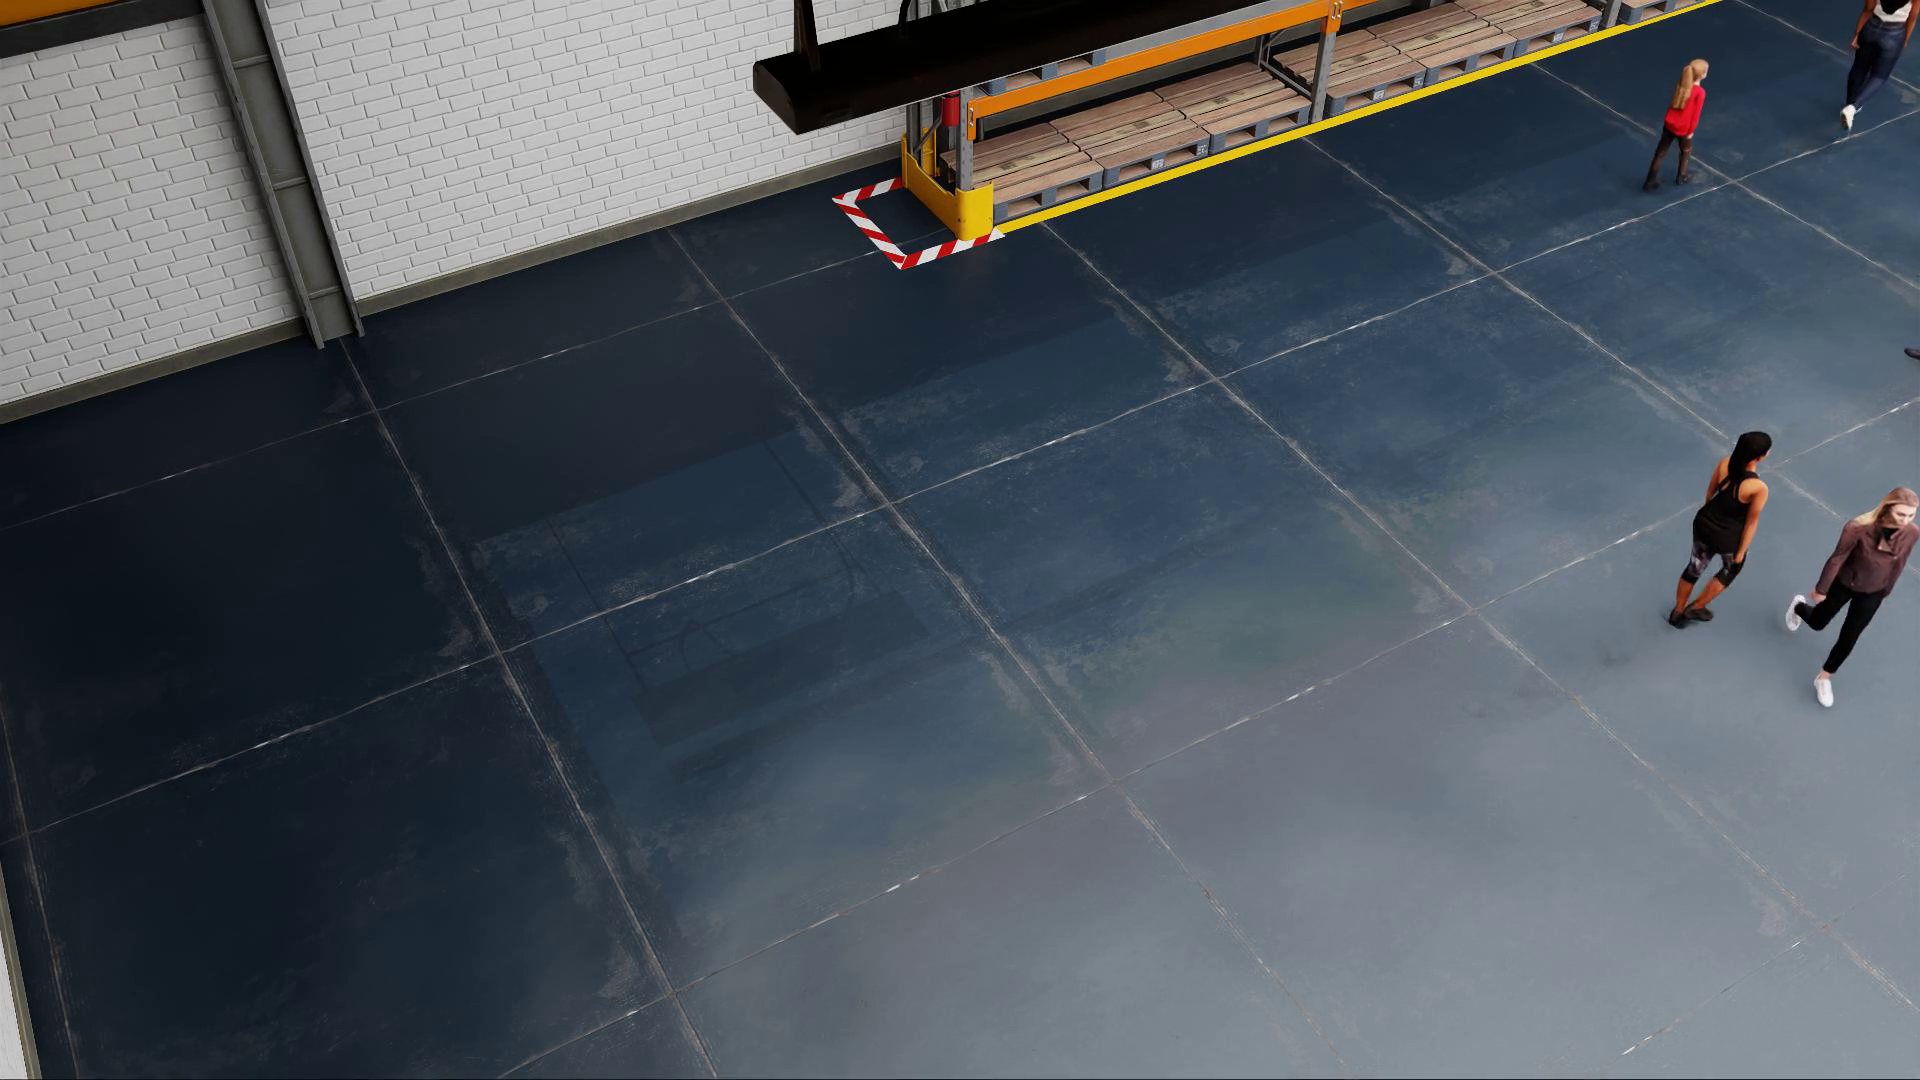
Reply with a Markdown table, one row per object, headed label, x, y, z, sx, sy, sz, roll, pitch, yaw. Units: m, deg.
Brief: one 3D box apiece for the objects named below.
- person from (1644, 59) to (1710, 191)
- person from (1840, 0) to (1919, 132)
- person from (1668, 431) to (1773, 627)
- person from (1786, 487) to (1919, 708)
| label | x | y | z | sx | sy | sz | roll | pitch | yaw |
| --- | --- | --- | --- | --- | --- | --- | --- | --- | --- |
| person | 6.480 | -3.741 | 15.083 | 0.748 | 1.267 | 0.504 | -21 | 48 | -21 |
| person | 8.681 | -4.710 | 15.724 | 0.804 | 1.786 | 1.108 | 33 | 53 | 30 |
| person | 4.938 | -0.036 | 10.913 | 0.571 | 1.655 | 0.615 | -19 | 47 | -19 |
| person | 5.668 | 0.251 | 10.590 | 1.021 | 1.684 | 1.020 | 4 | 44 | 4 |
